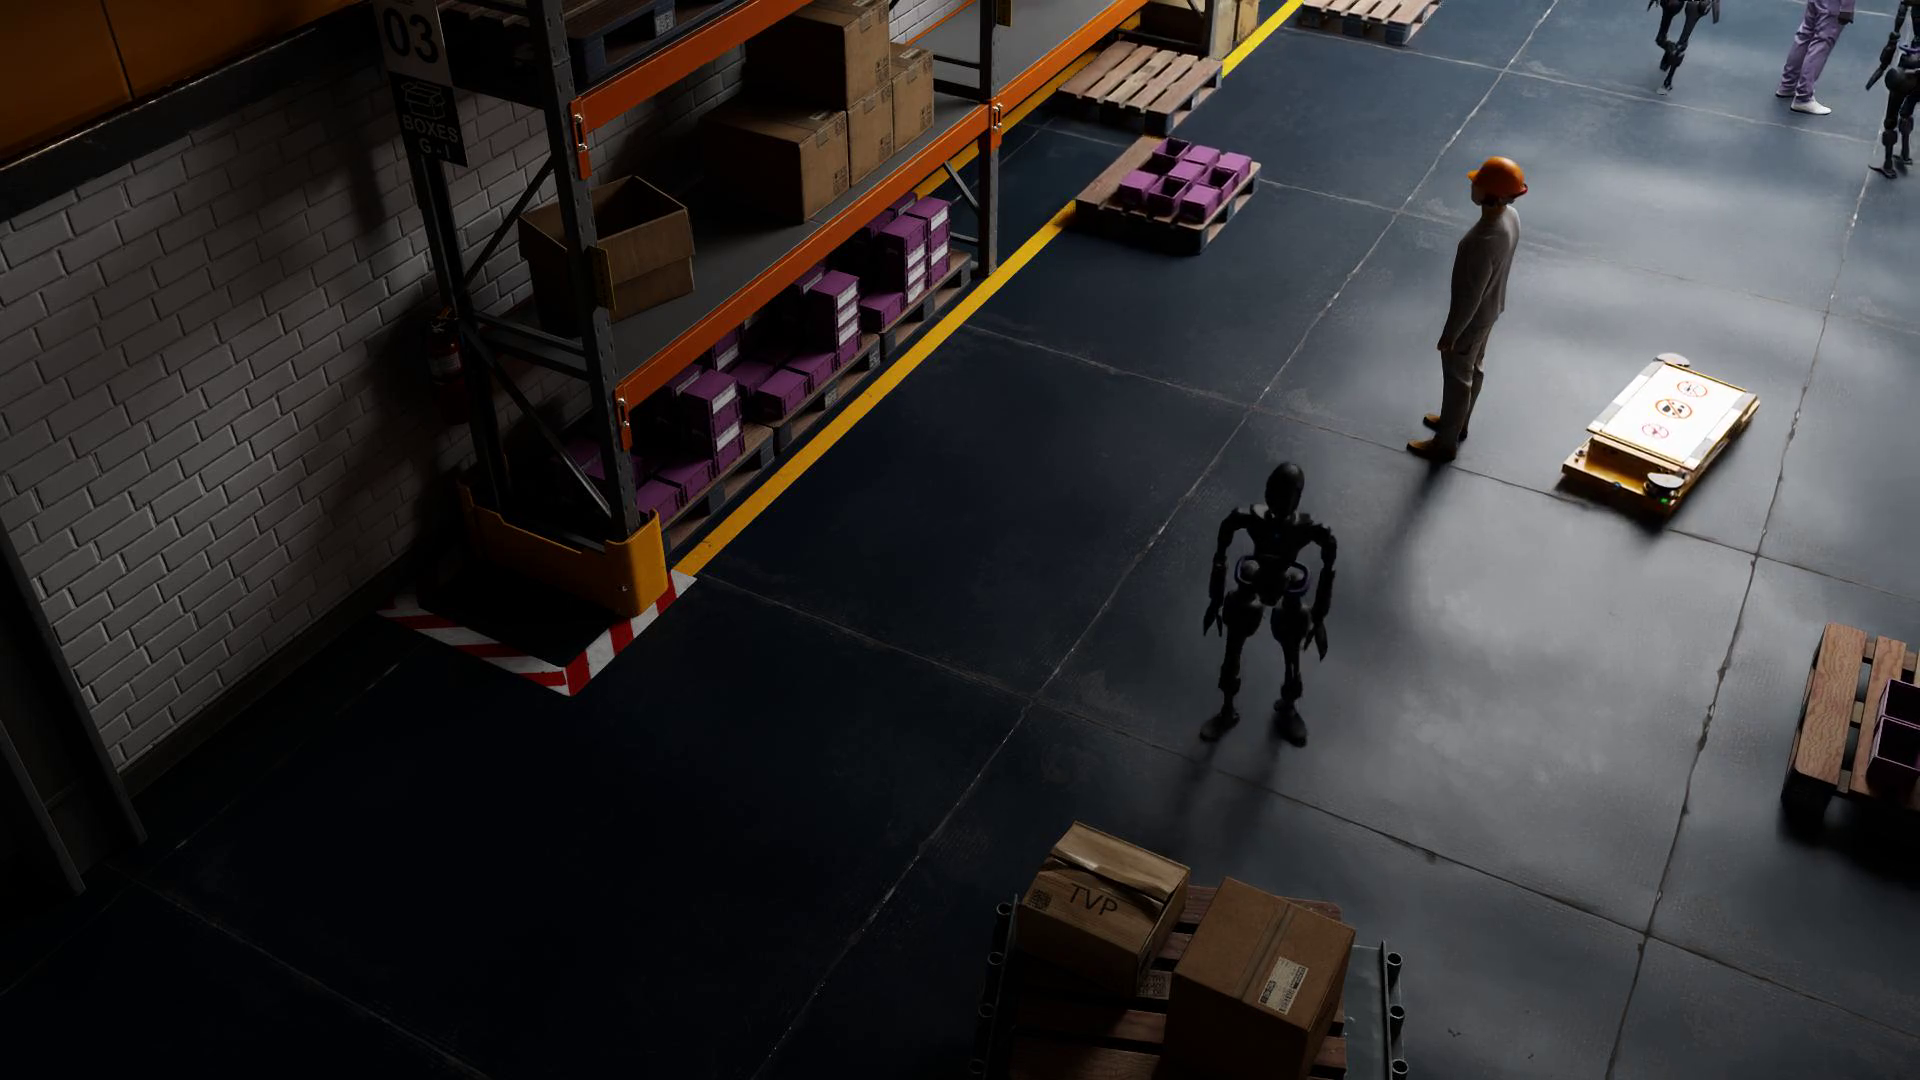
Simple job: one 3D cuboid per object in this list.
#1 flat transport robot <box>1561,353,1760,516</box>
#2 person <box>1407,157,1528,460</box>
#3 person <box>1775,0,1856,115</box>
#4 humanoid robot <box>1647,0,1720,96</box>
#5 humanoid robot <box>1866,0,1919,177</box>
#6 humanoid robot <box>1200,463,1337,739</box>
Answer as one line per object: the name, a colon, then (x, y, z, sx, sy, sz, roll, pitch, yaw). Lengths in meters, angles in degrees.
flat transport robot: (4.262, -0.665, 10.051, 0.659, 0.231, 1.431, 28, 46, 30)
person: (2.941, -1.325, 9.574, 0.352, 1.898, 0.562, 21, 43, 24)
person: (7.076, -4.415, 13.425, 0.413, 1.912, 0.650, 0, 39, 0)
humanoid robot: (6.092, -4.579, 13.829, 0.590, 1.644, 0.569, 25, 45, 28)
humanoid robot: (7.231, -3.578, 12.572, 0.587, 1.639, 0.419, -6, 39, -7)
humanoid robot: (1.439, 0.290, 7.725, 0.591, 1.642, 0.380, 10, 40, 12)
